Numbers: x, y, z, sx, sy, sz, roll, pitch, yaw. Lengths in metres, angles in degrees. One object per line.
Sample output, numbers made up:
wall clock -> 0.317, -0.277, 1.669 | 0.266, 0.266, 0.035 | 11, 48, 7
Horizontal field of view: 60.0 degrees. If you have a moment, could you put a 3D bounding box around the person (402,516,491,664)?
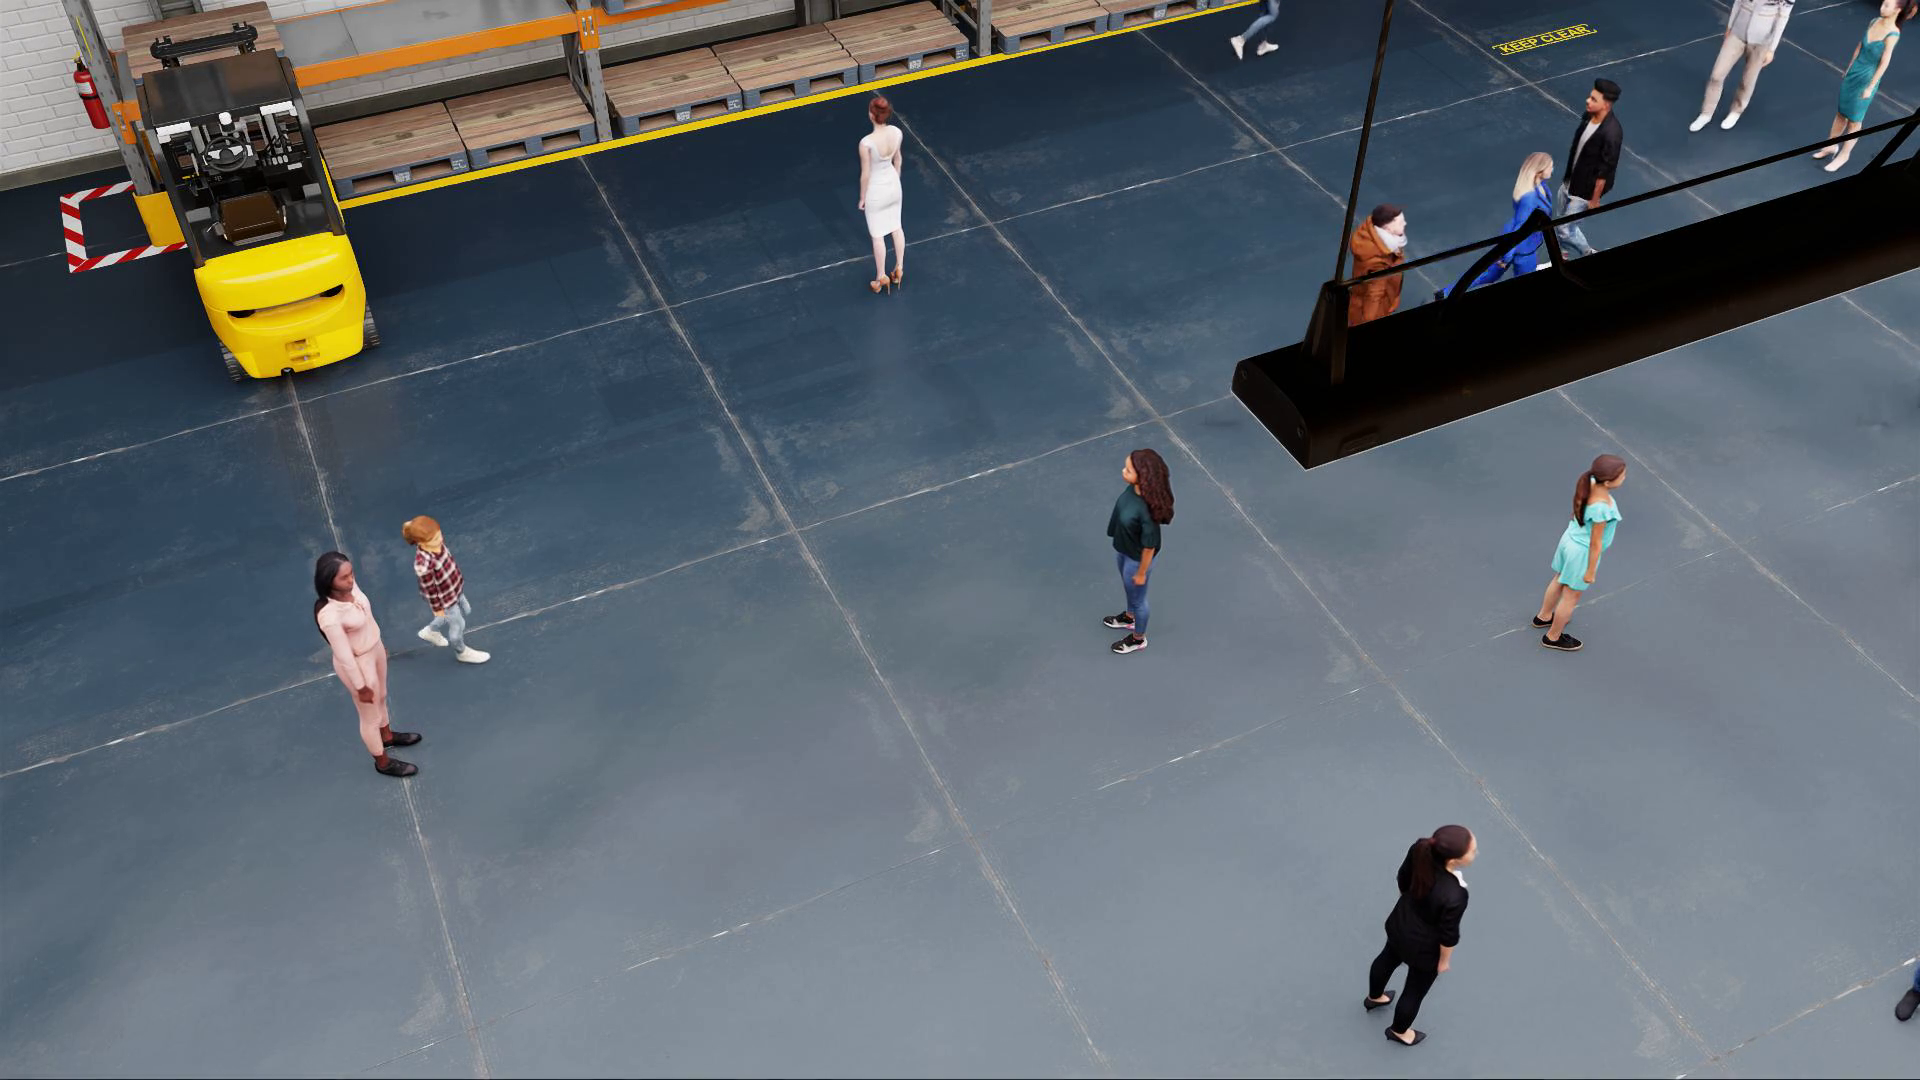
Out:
person -> -3.349, 0.318, 10.562 | 0.773, 1.292, 0.680 | 0, 44, 0

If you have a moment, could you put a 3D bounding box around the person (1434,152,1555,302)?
person -> 4.265, -2.310, 13.045 | 1.165, 1.673, 1.003 | 7, 44, 8

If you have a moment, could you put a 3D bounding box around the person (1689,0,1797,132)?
person -> 7.385, -4.701, 15.434 | 0.887, 1.839, 0.981 | 30, 51, 28

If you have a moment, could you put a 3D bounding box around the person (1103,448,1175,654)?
person -> 1.128, 0.066, 10.591 | 0.689, 1.616, 0.675 | -5, 44, -5

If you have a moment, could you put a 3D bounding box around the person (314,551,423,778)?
person -> -3.537, 0.729, 9.819 | 0.655, 1.722, 0.685 | -3, 44, -3

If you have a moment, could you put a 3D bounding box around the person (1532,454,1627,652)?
person -> 3.977, 0.059, 10.641 | 0.644, 1.558, 0.626 | -2, 44, -2

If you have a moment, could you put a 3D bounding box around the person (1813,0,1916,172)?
person -> 8.101, -4.116, 14.929 | 0.572, 1.688, 0.605 | -5, 44, -5

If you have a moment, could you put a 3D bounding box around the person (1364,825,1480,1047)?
person -> 2.346, 2.014, 8.516 | 0.561, 1.659, 0.612 | -15, 46, -15

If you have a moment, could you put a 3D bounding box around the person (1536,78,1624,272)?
person -> 5.195, -2.925, 13.601 | 0.824, 1.796, 0.812 | -4, 44, -5

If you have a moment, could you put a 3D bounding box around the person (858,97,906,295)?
person -> -0.625, -2.787, 13.458 | 0.491, 1.793, 0.676 | -29, 51, -27

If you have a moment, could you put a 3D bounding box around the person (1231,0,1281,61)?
person -> 2.991, -5.502, 16.429 | 0.876, 1.626, 0.644 | -21, 47, -20

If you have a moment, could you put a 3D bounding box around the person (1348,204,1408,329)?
person -> 2.935, -1.672, 12.277 | 1.220, 1.808, 0.961 | -4, 44, -4
